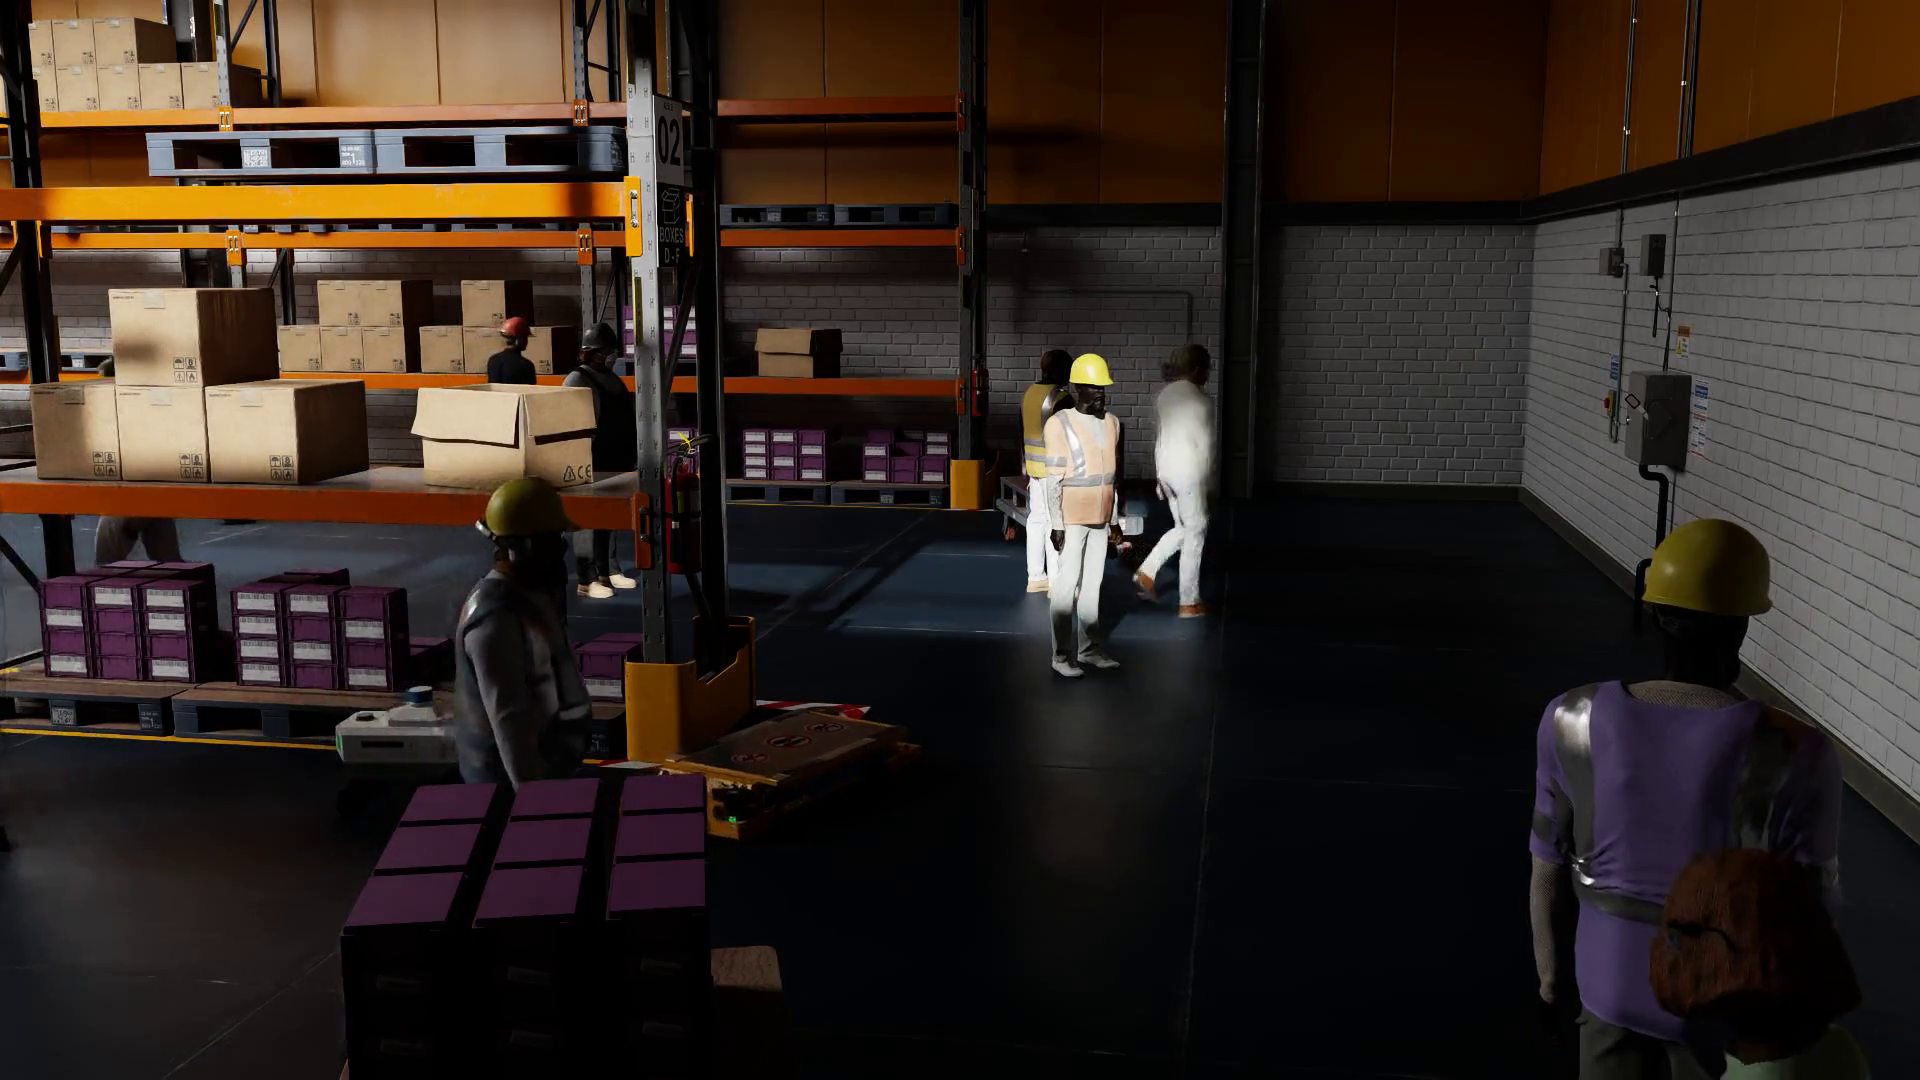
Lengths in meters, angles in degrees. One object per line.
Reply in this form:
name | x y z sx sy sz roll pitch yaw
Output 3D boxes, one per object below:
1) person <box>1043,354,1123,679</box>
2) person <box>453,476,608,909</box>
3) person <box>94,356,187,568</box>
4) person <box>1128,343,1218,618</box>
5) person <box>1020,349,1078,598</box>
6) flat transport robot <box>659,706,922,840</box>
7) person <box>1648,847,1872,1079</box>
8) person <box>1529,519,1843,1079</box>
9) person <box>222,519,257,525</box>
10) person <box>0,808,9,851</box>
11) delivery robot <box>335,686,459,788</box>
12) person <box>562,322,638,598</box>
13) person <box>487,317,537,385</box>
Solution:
person | 0.756 -0.150 9.968 0.585 1.927 0.366 -8 12 -42
person | -1.416 0.696 5.117 0.891 1.802 0.577 0 9 0
person | -5.269 -0.208 10.446 0.989 1.893 0.637 1 9 8
person | 1.524 -0.410 11.614 0.537 1.916 0.655 -3 10 -20
person | 0.700 -0.494 12.365 0.429 1.841 0.633 -5 10 -28
flat transport robot | -0.830 1.043 7.686 0.652 0.197 1.431 5 11 31
person | 1.140 1.240 2.361 0.523 1.590 0.740 -9 13 -43
person | 1.445 0.914 3.363 0.585 1.928 0.368 8 12 39
person | -6.694 -1.101 15.958 0.904 1.895 0.562 -5 10 -28
person | -4.184 0.370 6.778 0.464 1.922 0.566 1 9 9
delivery robot | -2.398 0.896 7.429 0.707 0.478 0.477 0 9 1
person | -2.647 -0.606 12.443 0.537 2.000 0.675 3 10 18
person | -4.214 -1.122 15.807 0.663 1.988 0.422 6 11 34
